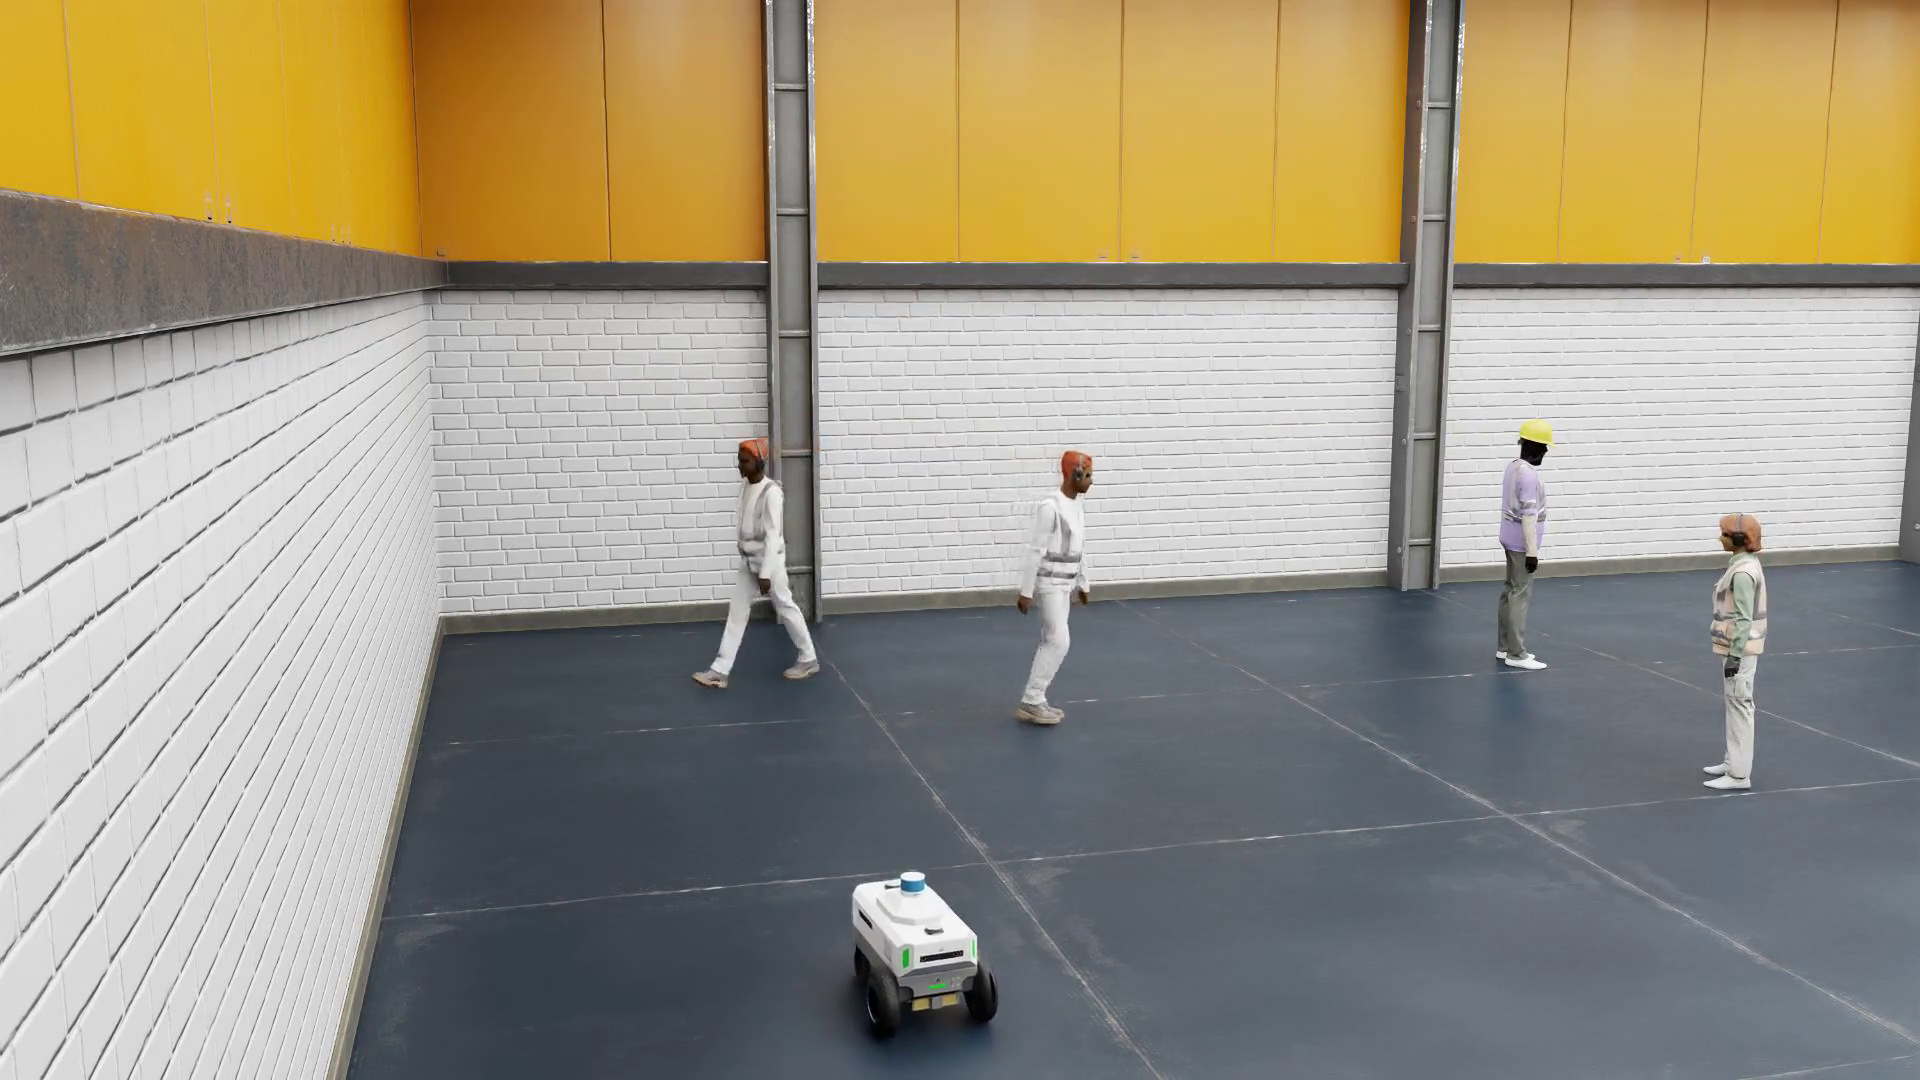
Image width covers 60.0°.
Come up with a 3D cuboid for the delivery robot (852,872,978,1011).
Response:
[{"bbox_3d":[-0.196,1.616,6.868,0.477,0.478,0.707,-4,10,-20],"label":"delivery robot"}]

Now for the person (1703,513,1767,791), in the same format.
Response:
[{"bbox_3d":[4.569,0.655,9.789,0.311,1.636,0.523,4,10,25],"label":"person"}]

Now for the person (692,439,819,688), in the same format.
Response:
[{"bbox_3d":[-1.465,0.173,12.209,1.046,1.828,0.590,-7,11,-35],"label":"person"}]

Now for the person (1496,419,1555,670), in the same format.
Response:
[{"bbox_3d":[4.358,0.027,12.831,0.373,1.920,0.585,1,9,5],"label":"person"}]

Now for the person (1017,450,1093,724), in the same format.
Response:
[{"bbox_3d":[0.636,0.315,11.239,0.499,1.848,0.598,4,10,23],"label":"person"}]
